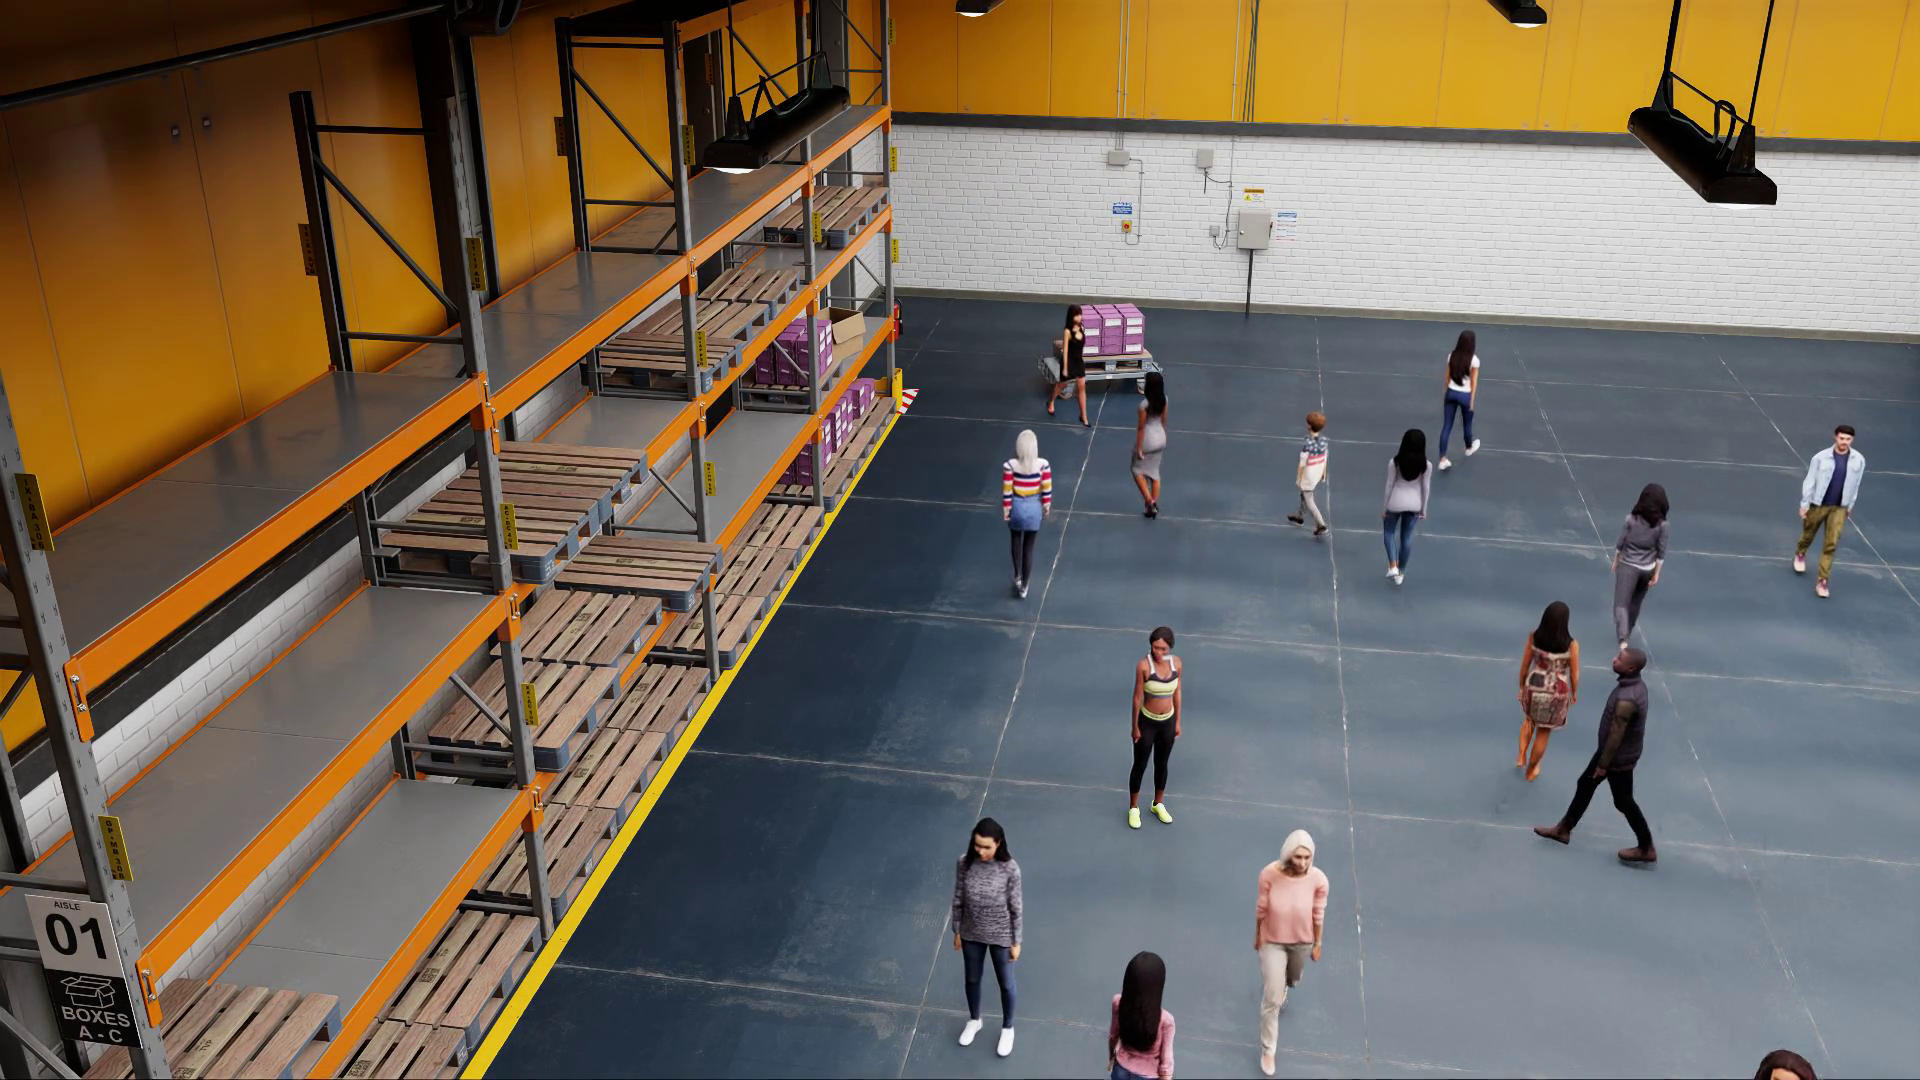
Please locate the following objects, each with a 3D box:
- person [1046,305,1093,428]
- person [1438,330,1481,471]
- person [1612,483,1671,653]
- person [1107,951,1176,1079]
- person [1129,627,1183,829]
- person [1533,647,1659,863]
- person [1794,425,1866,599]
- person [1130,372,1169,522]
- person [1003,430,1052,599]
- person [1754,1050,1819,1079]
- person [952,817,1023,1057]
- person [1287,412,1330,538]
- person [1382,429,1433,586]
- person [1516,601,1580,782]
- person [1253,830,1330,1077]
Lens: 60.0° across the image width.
[{"bbox_3d":[1.419,-2.321,22.064,1.051,1.615,1.044,-19,30,-37],"label":"person"},{"bbox_3d":[6.096,-1.692,20.473,0.990,1.738,1.169,20,31,38],"label":"person"},{"bbox_3d":[6.443,0.343,15.837,0.610,1.722,1.116,6,24,13],"label":"person"},{"bbox_3d":[0.970,3.141,9.466,0.826,1.698,1.193,12,26,26],"label":"person"},{"bbox_3d":[1.554,1.463,13.235,0.637,1.754,0.634,-6,24,-14],"label":"person"},{"bbox_3d":[5.096,1.682,12.687,0.940,1.792,1.163,10,25,21],"label":"person"},{"bbox_3d":[9.050,-0.368,17.398,0.759,1.774,1.190,7,24,15],"label":"person"},{"bbox_3d":[2.239,-1.034,18.922,0.758,1.774,0.818,-14,27,-29],"label":"person"},{"bbox_3d":[0.673,-0.249,17.102,0.703,1.793,0.719,1,24,2],"label":"person"},{"bbox_3d":[4.391,3.411,8.980,0.871,1.592,1.132,16,28,32],"label":"person"},{"bbox_3d":[0.191,2.538,10.804,0.641,1.731,0.569,7,25,16],"label":"person"},{"bbox_3d":[3.976,-0.719,18.650,0.909,1.414,0.975,-16,28,-31],"label":"person"},{"bbox_3d":[4.635,-0.303,17.313,0.627,1.724,0.691,3,24,6],"label":"person"},{"bbox_3d":[4.833,1.287,13.786,0.758,1.634,0.773,16,28,33],"label":"person"},{"bbox_3d":[2.124,2.552,10.825,0.617,1.687,1.076,4,24,8],"label":"person"}]
